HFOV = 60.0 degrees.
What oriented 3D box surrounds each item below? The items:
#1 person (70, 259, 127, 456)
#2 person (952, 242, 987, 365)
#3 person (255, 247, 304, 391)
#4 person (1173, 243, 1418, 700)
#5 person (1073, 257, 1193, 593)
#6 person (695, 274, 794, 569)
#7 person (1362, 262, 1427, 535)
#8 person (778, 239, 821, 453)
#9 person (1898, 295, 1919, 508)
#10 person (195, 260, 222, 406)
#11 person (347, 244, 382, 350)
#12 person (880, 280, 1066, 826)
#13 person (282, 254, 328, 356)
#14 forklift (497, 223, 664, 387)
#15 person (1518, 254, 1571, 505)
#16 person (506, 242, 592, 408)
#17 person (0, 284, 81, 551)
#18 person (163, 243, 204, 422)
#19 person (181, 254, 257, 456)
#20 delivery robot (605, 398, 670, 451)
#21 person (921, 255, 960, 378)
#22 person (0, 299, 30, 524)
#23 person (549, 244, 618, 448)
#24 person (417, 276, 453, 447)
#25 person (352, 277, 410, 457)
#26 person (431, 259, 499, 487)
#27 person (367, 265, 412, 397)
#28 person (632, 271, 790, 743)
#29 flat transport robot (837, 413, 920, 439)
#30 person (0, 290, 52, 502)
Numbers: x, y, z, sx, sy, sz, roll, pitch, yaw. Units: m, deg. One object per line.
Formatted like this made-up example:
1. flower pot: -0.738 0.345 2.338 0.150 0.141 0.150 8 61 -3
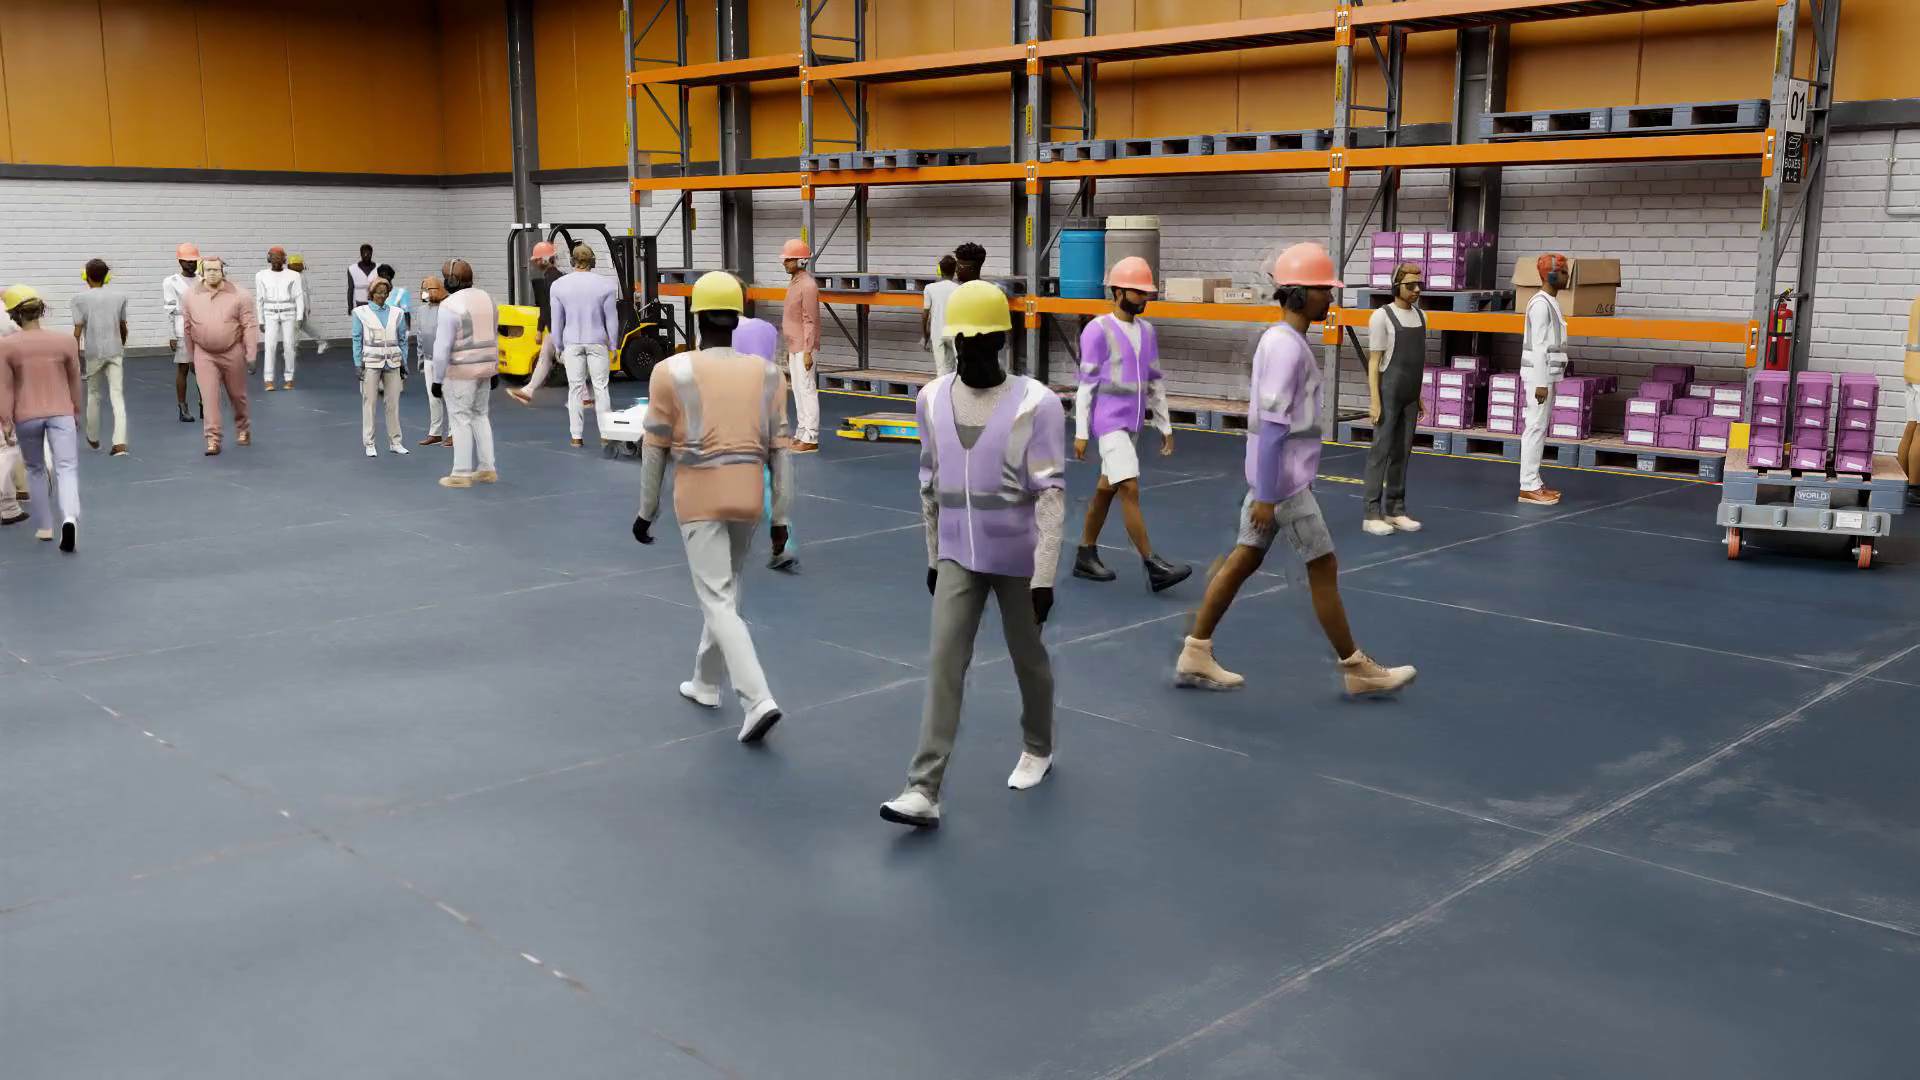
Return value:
1. person: -7.955 -1.691 15.422 0.489 1.804 1.006 -7 13 -35
2. person: 0.121 -1.433 13.560 0.369 1.965 0.609 0 10 -1
3. person: -8.884 -2.888 21.762 0.596 1.862 0.615 -3 11 -15
4. person: 1.450 -0.285 7.245 1.078 1.987 0.624 1 10 8
5. person: 1.010 -0.652 9.495 0.965 1.887 0.576 10 14 42
6. person: -1.338 -0.721 10.165 0.572 1.804 0.981 -7 12 -33
7. person: 2.973 -0.959 11.307 0.517 1.843 0.325 -7 13 -34
8. person: -1.495 -1.800 15.521 0.400 1.990 0.616 -4 11 -20
9. person: 7.240 -1.205 12.395 0.362 1.938 0.545 3 11 14
10. person: -9.081 -2.499 19.996 0.524 1.738 0.772 -4 11 -21
11. person: -9.541 -3.821 26.794 0.629 1.894 0.650 -5 11 -23
12. person: 0.087 0.042 5.787 0.605 1.864 1.039 5 12 27
13. person: -11.162 -3.996 28.230 0.808 1.710 0.484 -10 14 -43
14. forklift: -5.316 -3.263 22.920 2.313 2.155 1.214 -10 14 -44
15. person: 4.434 -1.219 12.617 0.347 1.883 0.584 5 11 23
16. person: -4.812 -2.483 19.377 1.046 1.926 0.630 0 10 -3
17. person: -5.947 -0.797 10.778 0.503 1.716 0.863 -6 12 -31
18. person: -8.356 -2.259 18.141 0.378 1.936 0.548 8 13 38
19. person: -6.957 -1.764 15.684 0.648 1.860 0.997 -3 11 -16
20. delivery robot: -2.855 -1.042 15.025 0.707 0.478 0.477 5 12 27
21. person: -0.157 -2.217 18.300 0.505 1.819 1.025 -2 11 -9
22. person: -6.621 -0.976 11.337 0.642 1.874 0.924 -1 10 -4
23. person: -3.574 -1.843 15.874 0.628 1.939 0.374 -1 10 -6
24. person: -5.017 -1.709 15.970 0.498 1.634 0.284 6 12 31
25. person: -5.331 -1.592 15.326 0.514 1.637 0.310 -9 14 -40
26. person: -3.978 -1.331 13.374 0.455 1.833 0.662 4 11 23
27. person: -7.197 -2.640 20.993 0.551 1.644 0.861 -2 11 -10
28. person: -0.952 -0.150 6.804 0.595 1.887 0.963 -8 13 -36
29. flat transport robot: -0.439 -1.115 16.453 1.431 0.197 0.652 5 12 26
30. person: -7.079 -1.073 12.528 0.513 1.616 0.541 -8 13 -38
